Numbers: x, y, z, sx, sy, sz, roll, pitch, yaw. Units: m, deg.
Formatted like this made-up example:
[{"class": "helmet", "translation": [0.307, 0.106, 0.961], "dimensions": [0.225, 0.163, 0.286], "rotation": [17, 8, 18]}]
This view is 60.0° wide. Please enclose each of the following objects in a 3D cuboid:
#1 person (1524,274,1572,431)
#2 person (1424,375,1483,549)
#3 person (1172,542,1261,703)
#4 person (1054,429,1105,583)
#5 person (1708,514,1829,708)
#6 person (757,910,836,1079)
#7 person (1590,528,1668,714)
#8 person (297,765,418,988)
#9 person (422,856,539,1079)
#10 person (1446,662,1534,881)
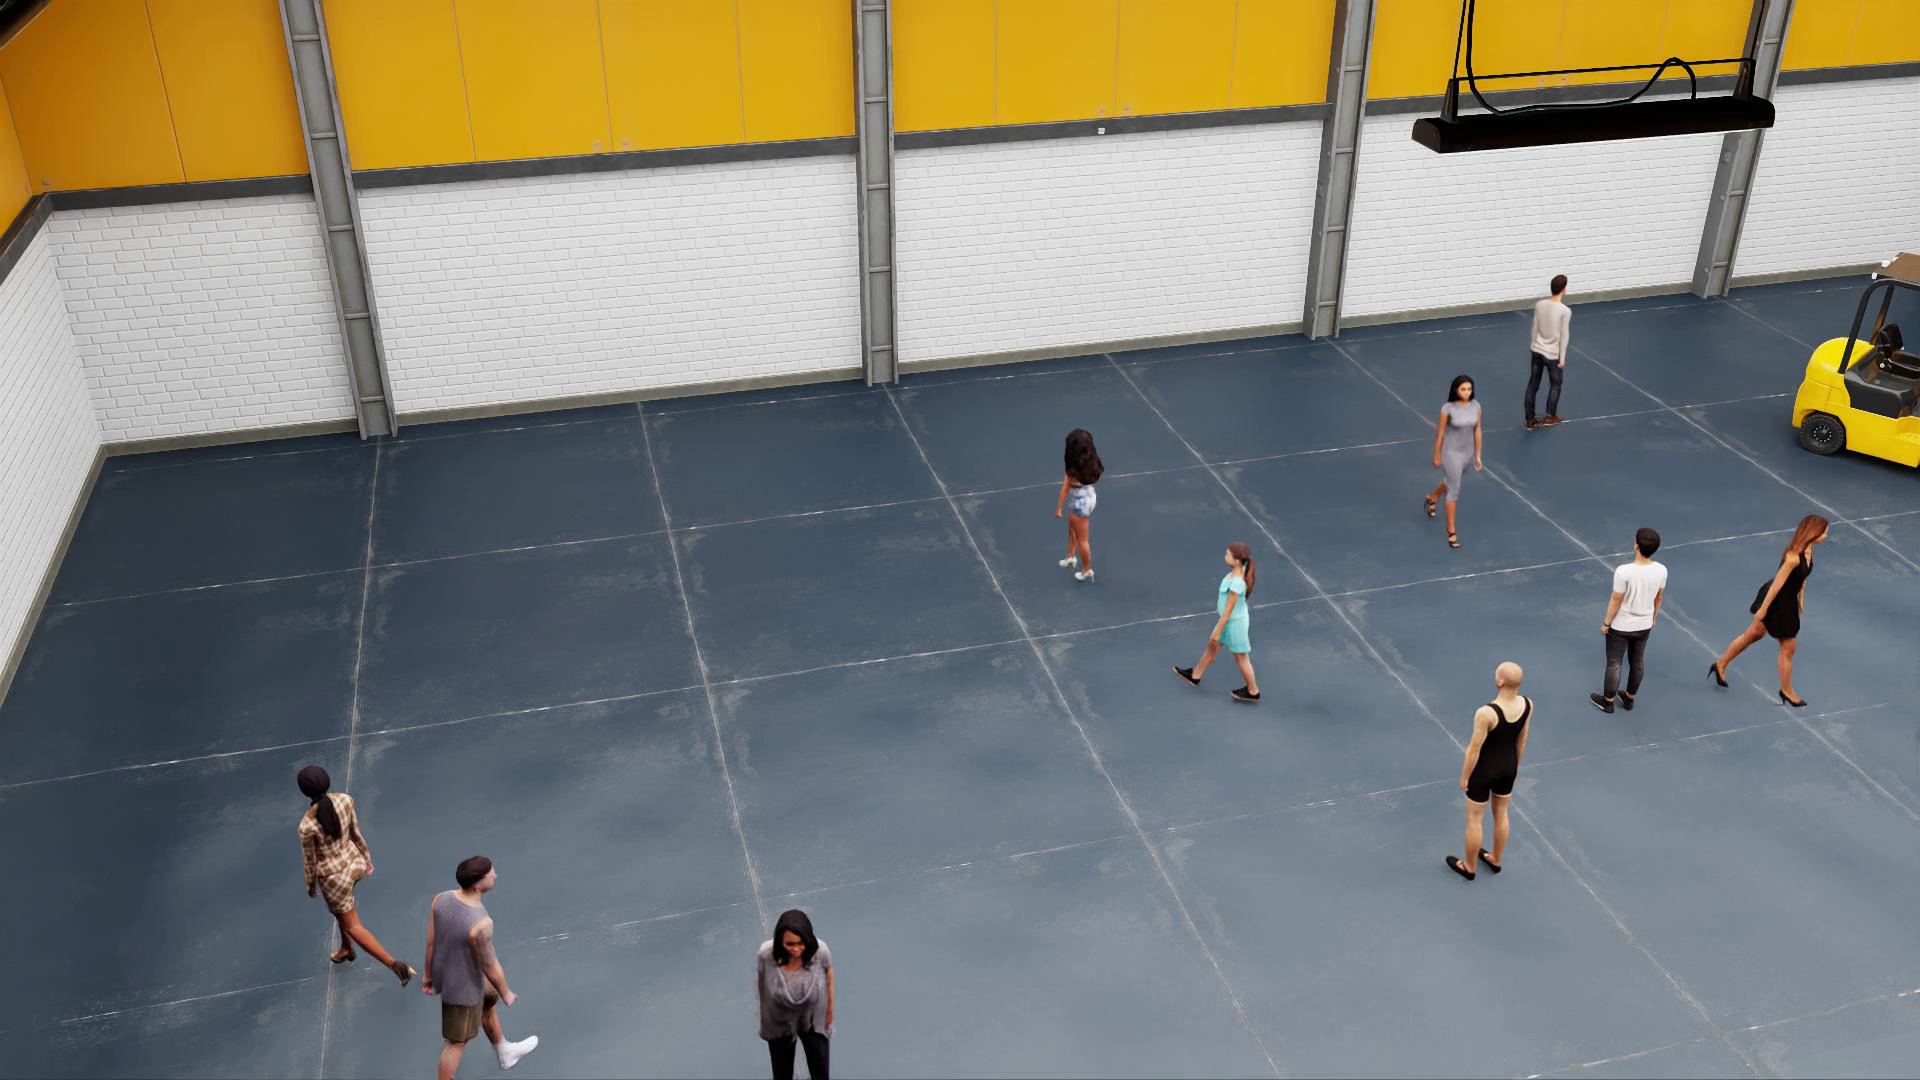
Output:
[{"class": "person", "translation": [6.693, -2.122, 19.092], "dimensions": [0.904, 1.854, 0.846], "rotation": [-21, 35, -33]}, {"class": "person", "translation": [5.000, -0.865, 16.908], "dimensions": [1.011, 1.739, 0.628], "rotation": [-8, 30, -14]}, {"class": "person", "translation": [2.414, 0.735, 14.204], "dimensions": [1.087, 1.520, 0.906], "rotation": [9, 30, 16]}, {"class": "person", "translation": [1.225, -0.293, 15.997], "dimensions": [0.833, 1.607, 0.782], "rotation": [20, 34, 32]}, {"class": "person", "translation": [6.875, 0.579, 14.217], "dimensions": [1.040, 1.783, 1.055], "rotation": [24, 37, 37]}, {"class": "person", "translation": [-1.008, 2.868, 10.207], "dimensions": [0.671, 1.603, 0.764], "rotation": [-1, 29, -2]}, {"class": "person", "translation": [5.686, 0.679, 14.097], "dimensions": [0.486, 1.721, 0.702], "rotation": [-5, 29, -8]}, {"class": "person", "translation": [-4.061, 2.297, 11.094], "dimensions": [1.096, 1.756, 1.005], "rotation": [14, 32, 24]}, {"class": "person", "translation": [-3.074, 2.712, 10.027], "dimensions": [0.953, 1.783, 1.121], "rotation": [19, 34, 31]}, {"class": "person", "translation": [3.902, 1.685, 12.155], "dimensions": [0.468, 1.814, 0.724], "rotation": [-11, 30, -19]}]
